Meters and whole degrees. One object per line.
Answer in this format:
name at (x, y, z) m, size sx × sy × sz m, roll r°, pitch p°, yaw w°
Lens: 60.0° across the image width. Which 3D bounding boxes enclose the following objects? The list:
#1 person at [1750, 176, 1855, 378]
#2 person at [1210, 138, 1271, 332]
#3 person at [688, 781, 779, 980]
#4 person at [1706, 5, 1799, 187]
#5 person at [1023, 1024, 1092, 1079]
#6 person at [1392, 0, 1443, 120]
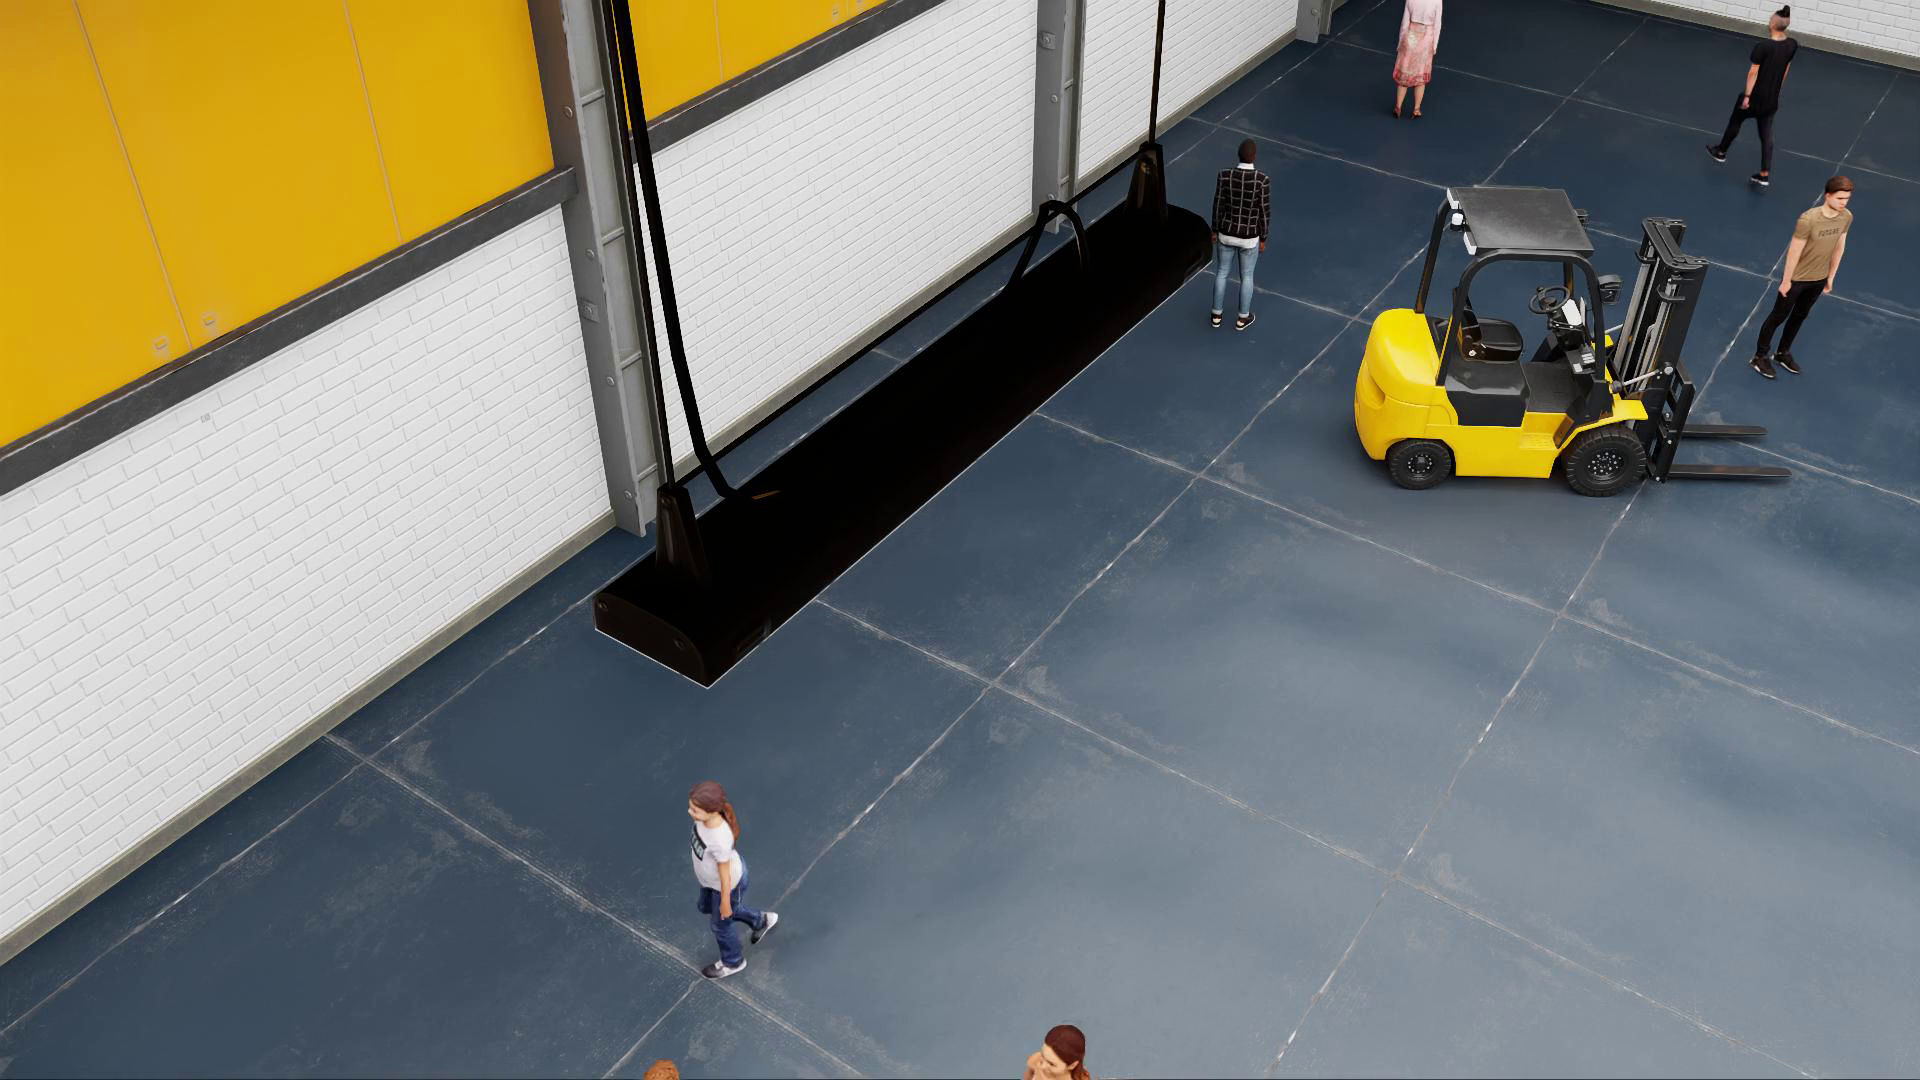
person at (7.246, -2.277, 14.260) m, size 0.725 × 1.851 × 0.798 m, roll -8°, pitch 39°, yaw -10°
person at (2.485, -2.727, 14.847) m, size 0.724 × 1.820 × 0.663 m, roll 12°, pitch 40°, yaw 14°
person at (-1.274, 1.866, 9.311) m, size 0.827 × 1.554 × 0.735 m, roll -14°, pitch 41°, yaw -17°
person at (8.308, -4.538, 17.122) m, size 1.257 × 1.813 × 1.267 m, roll -8°, pitch 39°, yaw -10°
person at (0.553, 2.848, 7.887) m, size 1.066 × 1.795 × 0.815 m, roll -24°, pitch 44°, yaw -27°
person at (5.067, -5.487, 18.408) m, size 0.649 × 1.692 × 0.652 m, roll 11°, pitch 40°, yaw 14°
